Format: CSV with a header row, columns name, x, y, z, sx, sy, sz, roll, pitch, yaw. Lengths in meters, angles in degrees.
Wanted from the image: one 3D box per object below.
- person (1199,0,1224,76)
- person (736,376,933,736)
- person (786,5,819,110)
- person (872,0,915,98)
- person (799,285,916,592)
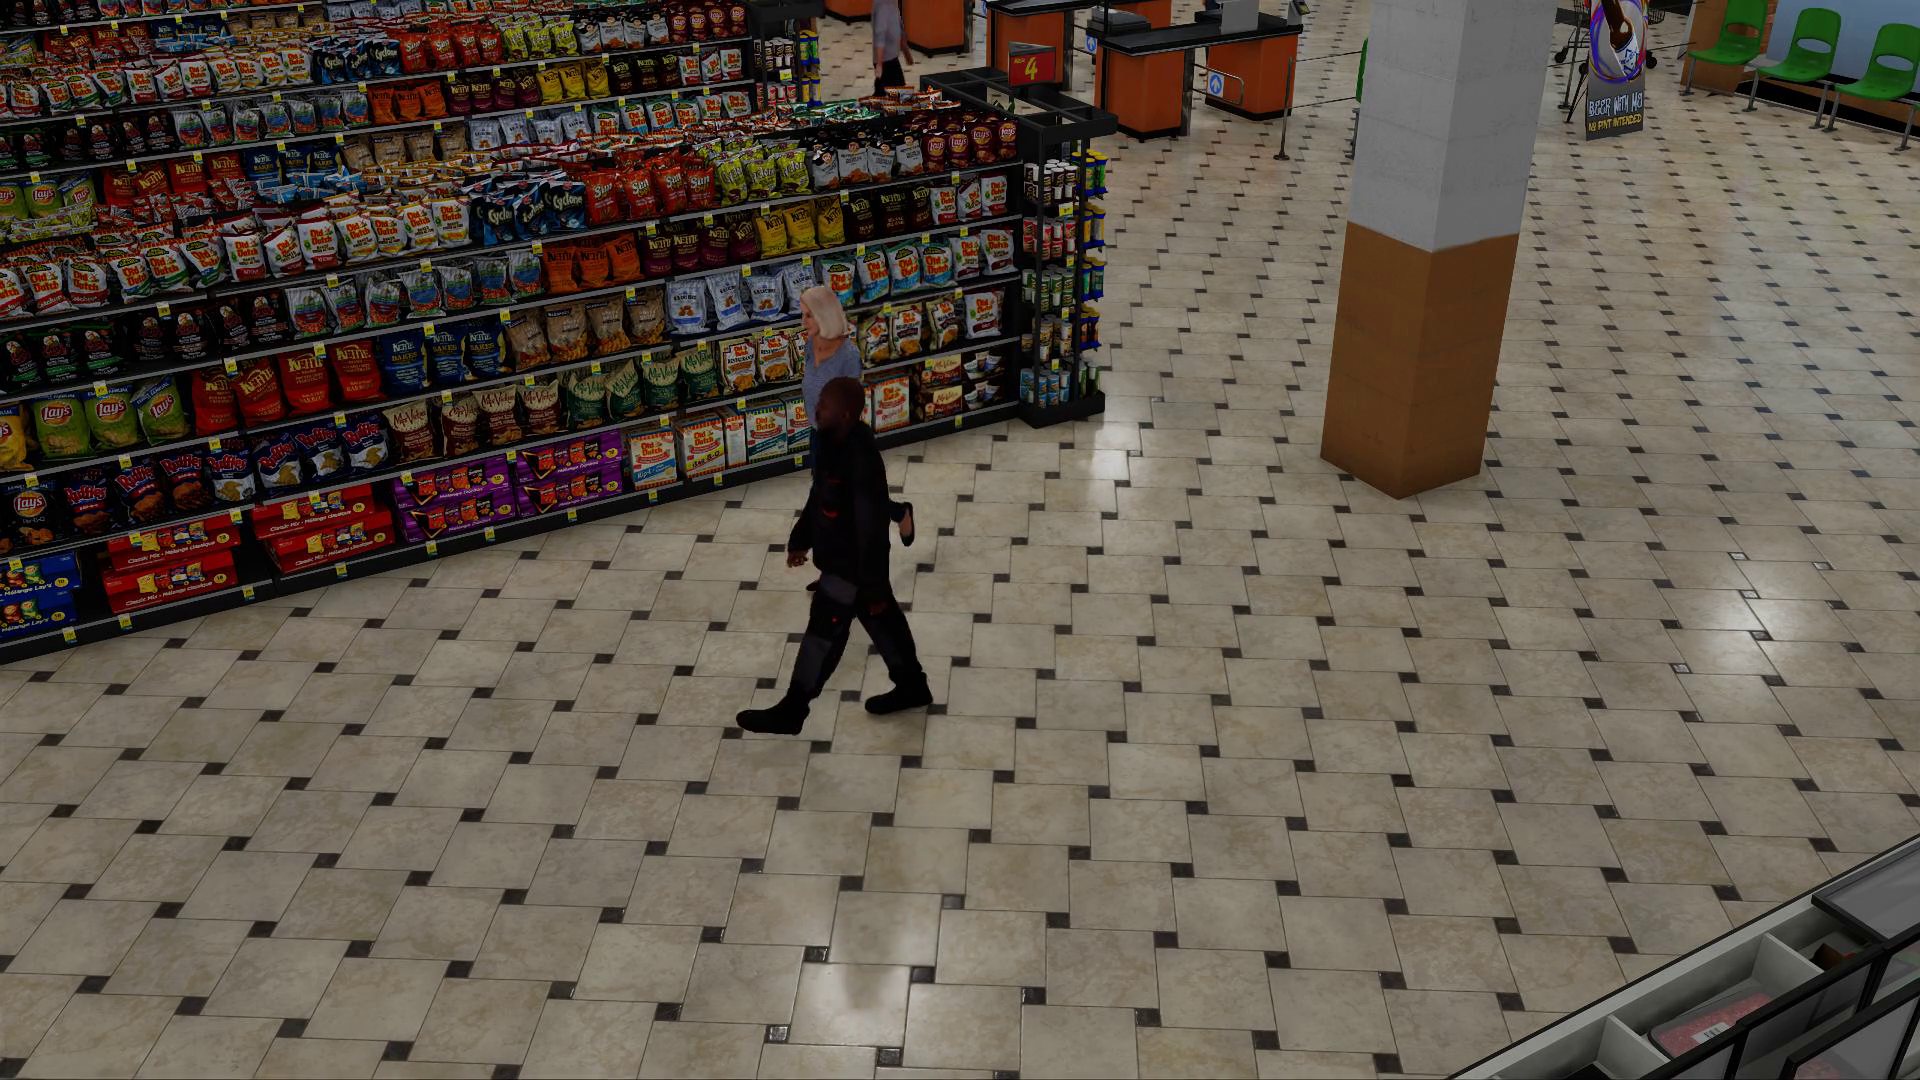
name,x,y,z,sx,sy,sz,roll,pitch,yaw
person,3.032,-6.308,19.286,0.665,1.792,0.720,8,30,14
person,-0.383,0.086,7.575,1.282,1.792,0.964,-5,29,-10
person,-1.490,-4.568,16.082,1.259,1.809,1.100,3,29,6
person,-0.807,-4.710,16.337,1.102,1.814,0.993,2,29,3
person,-0.579,-0.548,8.831,0.753,1.701,0.970,23,36,36
